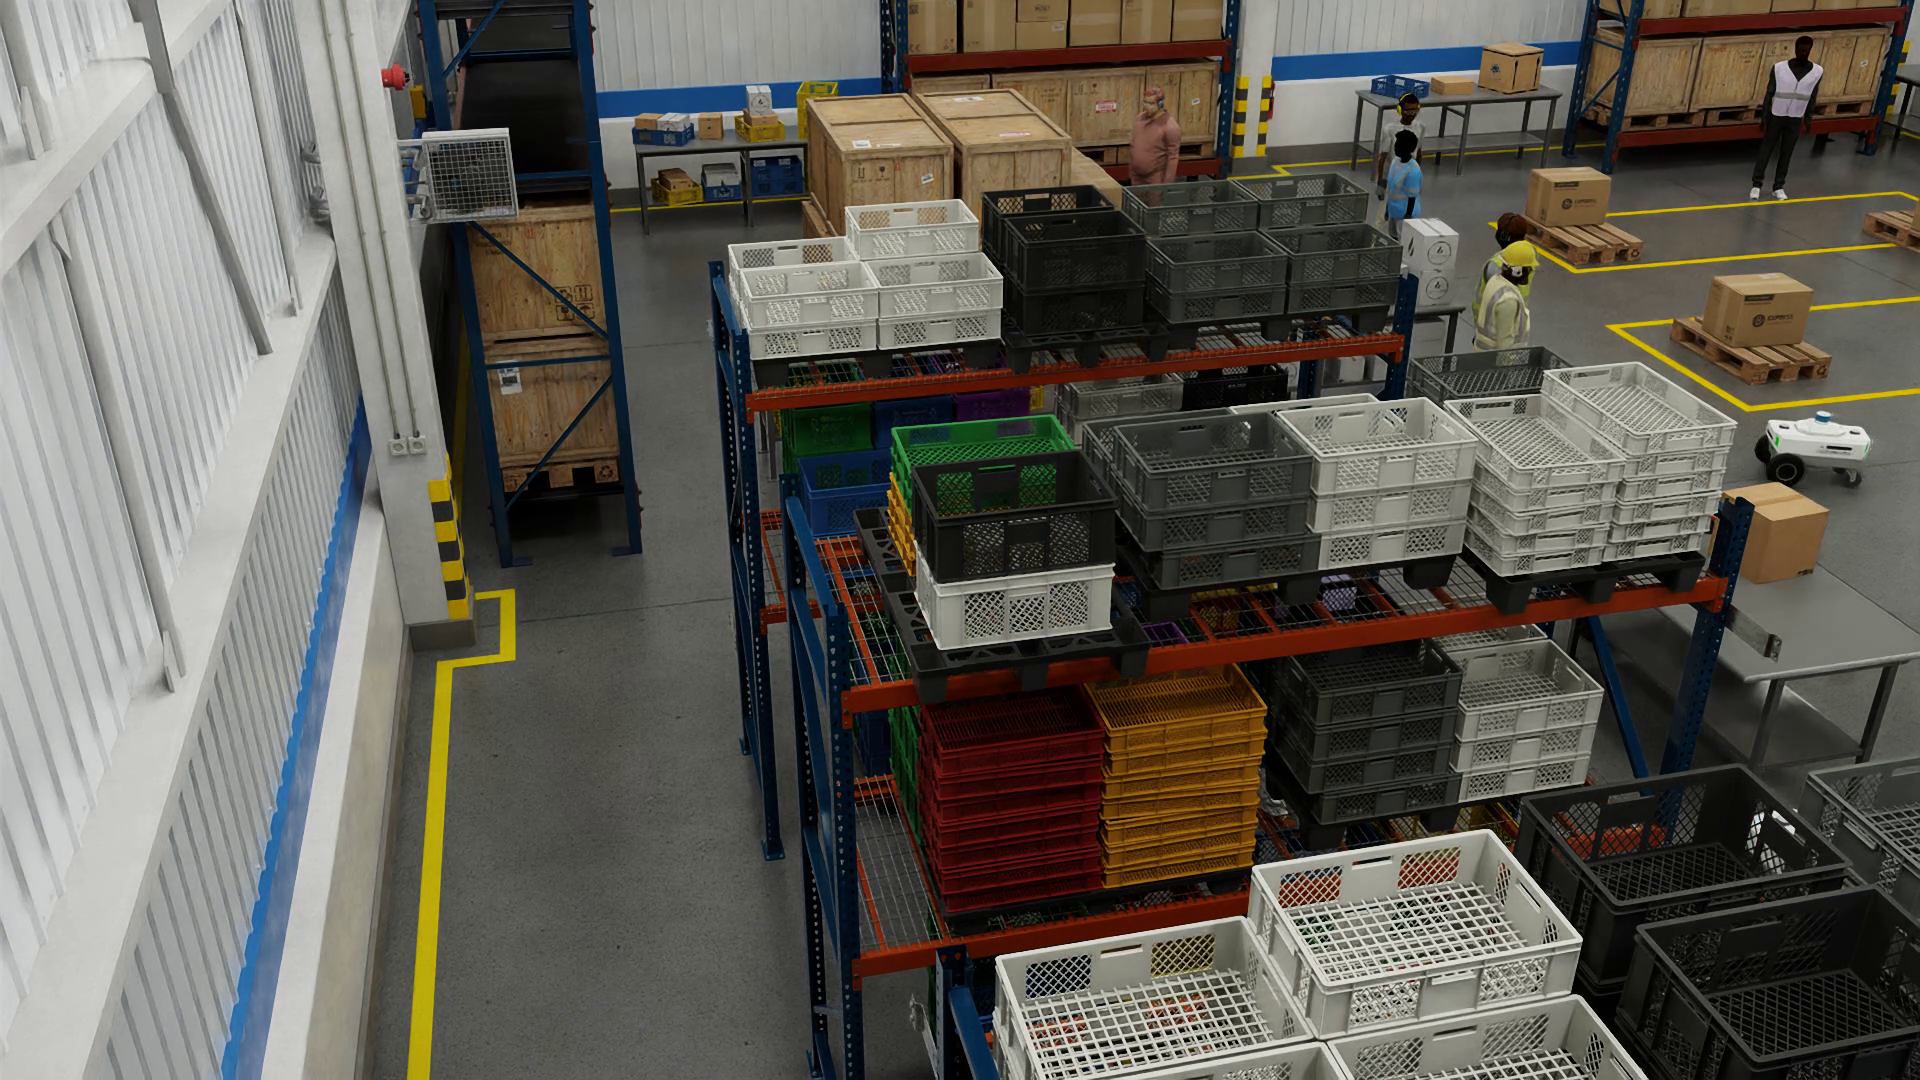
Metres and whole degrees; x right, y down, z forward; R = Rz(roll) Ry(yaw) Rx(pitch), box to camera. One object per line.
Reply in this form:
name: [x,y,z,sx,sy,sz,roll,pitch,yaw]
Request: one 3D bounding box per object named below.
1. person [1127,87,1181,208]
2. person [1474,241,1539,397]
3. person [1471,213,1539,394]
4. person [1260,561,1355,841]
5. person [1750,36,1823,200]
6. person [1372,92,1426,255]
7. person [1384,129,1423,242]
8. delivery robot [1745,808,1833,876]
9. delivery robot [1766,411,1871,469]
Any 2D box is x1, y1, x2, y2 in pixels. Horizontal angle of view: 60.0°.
person: [1.991,-3.796,17.499,0.417,1.919,0.652,-21,34,-34]
person: [4.274,-1.483,13.183,0.403,1.824,0.599,4,28,8]
person: [4.439,-1.804,13.767,0.429,1.842,0.634,25,36,38]
person: [1.879,0.693,8.930,0.378,1.937,0.629,23,35,37]
person: [9.837,-5.026,19.799,0.588,1.920,0.392,5,28,9]
person: [4.620,-3.777,17.500,0.515,1.862,0.344,-7,29,-14]
person: [4.443,-3.288,16.748,0.323,1.689,0.537,-4,28,-8]
delivery robot: [4.369,1.663,8.462,0.477,0.478,0.707,-11,30,-19]
delivery robot: [6.743,-0.775,13.089,0.707,0.478,0.477,6,28,11]
